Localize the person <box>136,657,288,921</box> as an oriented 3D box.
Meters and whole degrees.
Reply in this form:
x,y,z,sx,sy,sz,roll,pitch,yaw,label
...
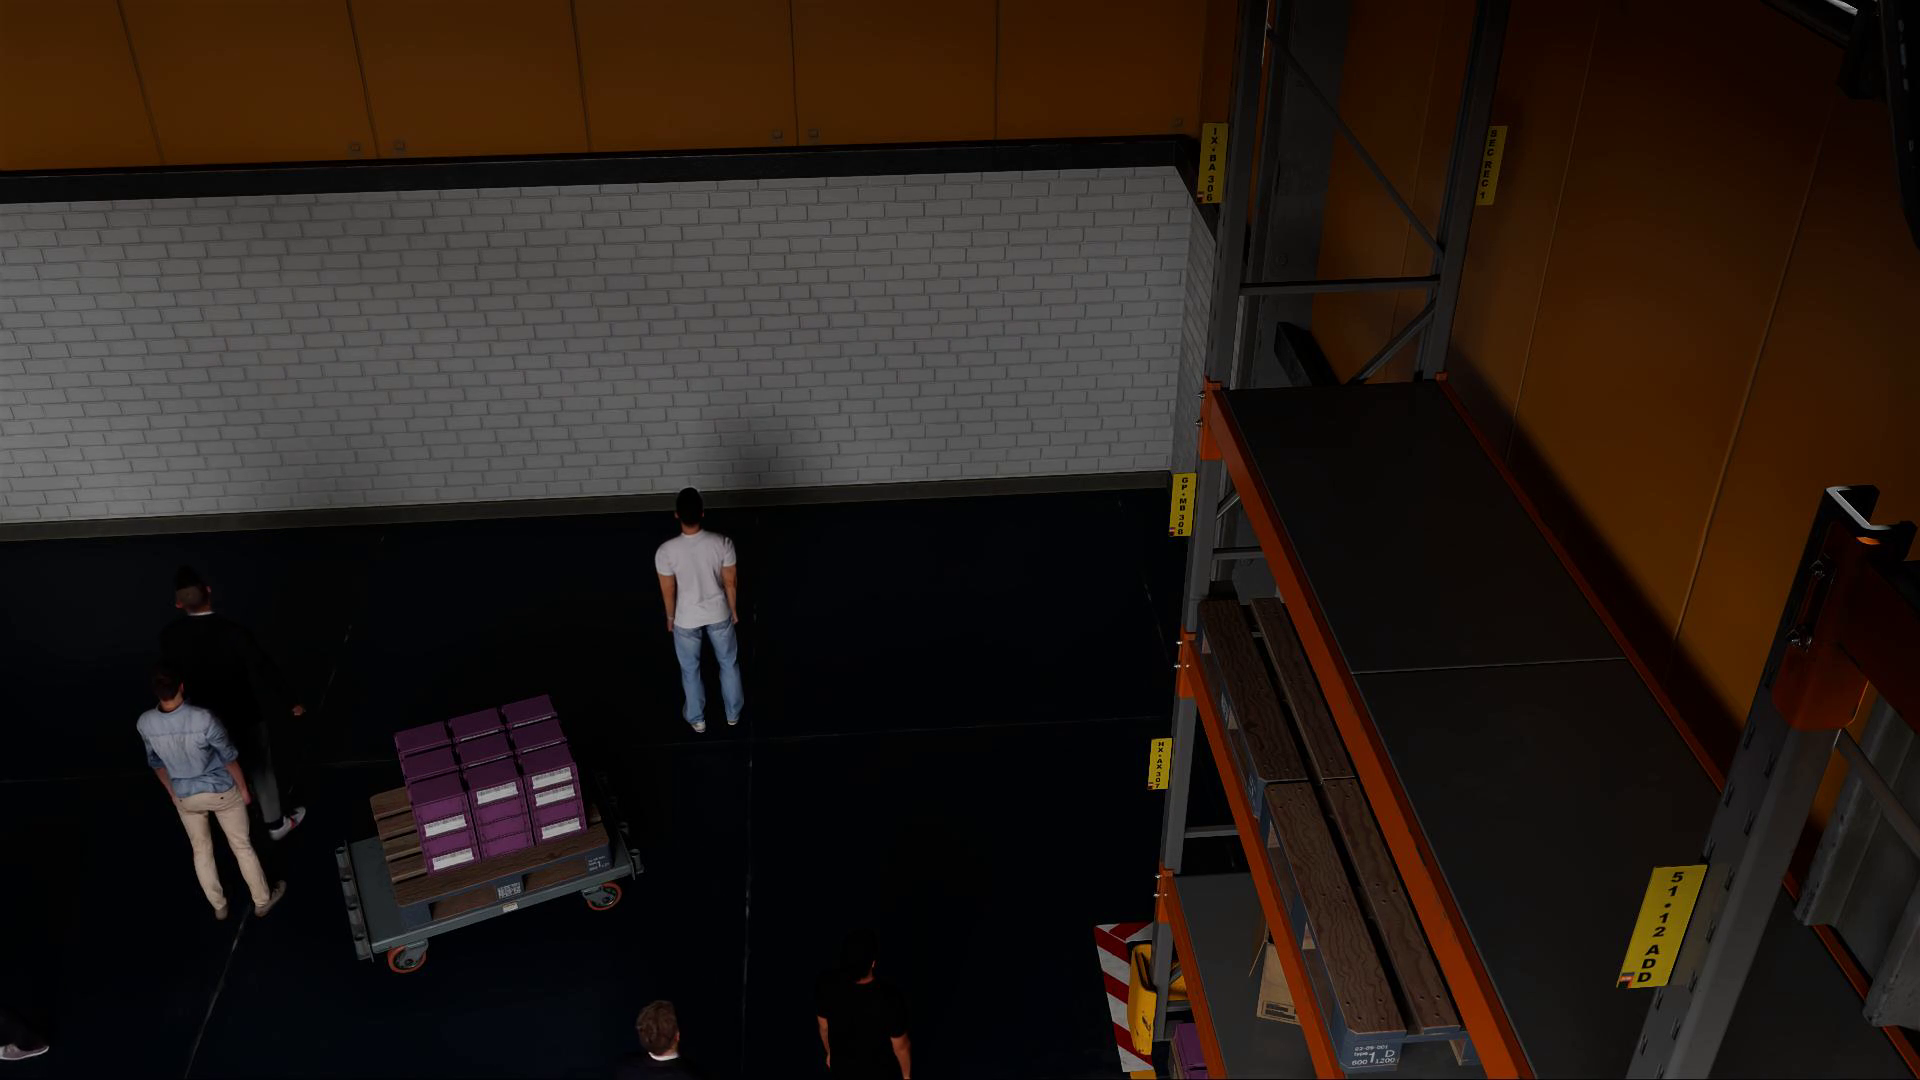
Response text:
x,y,z,sx,sy,sz,roll,pitch,yaw,label
-4.325,1.436,9.526,0.643,1.848,0.548,-1,34,-2,person

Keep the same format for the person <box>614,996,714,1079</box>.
x,y,z,sx,sy,sz,roll,pitch,yaw,label
-1.311,2.800,7.527,1.008,1.789,1.230,12,35,17,person

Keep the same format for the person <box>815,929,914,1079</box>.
x,y,z,sx,sy,sz,roll,pitch,yaw,label
-0.447,2.516,7.982,0.719,1.758,0.725,12,35,17,person

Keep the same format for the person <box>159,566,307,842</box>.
x,y,z,sx,sy,sz,roll,pitch,yaw,label
-4.462,1.043,10.030,0.908,1.944,0.722,8,34,11,person

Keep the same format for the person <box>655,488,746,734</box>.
x,y,z,sx,sy,sz,roll,pitch,yaw,label
-1.701,0.468,10.966,0.715,1.867,0.631,-9,35,-13,person
